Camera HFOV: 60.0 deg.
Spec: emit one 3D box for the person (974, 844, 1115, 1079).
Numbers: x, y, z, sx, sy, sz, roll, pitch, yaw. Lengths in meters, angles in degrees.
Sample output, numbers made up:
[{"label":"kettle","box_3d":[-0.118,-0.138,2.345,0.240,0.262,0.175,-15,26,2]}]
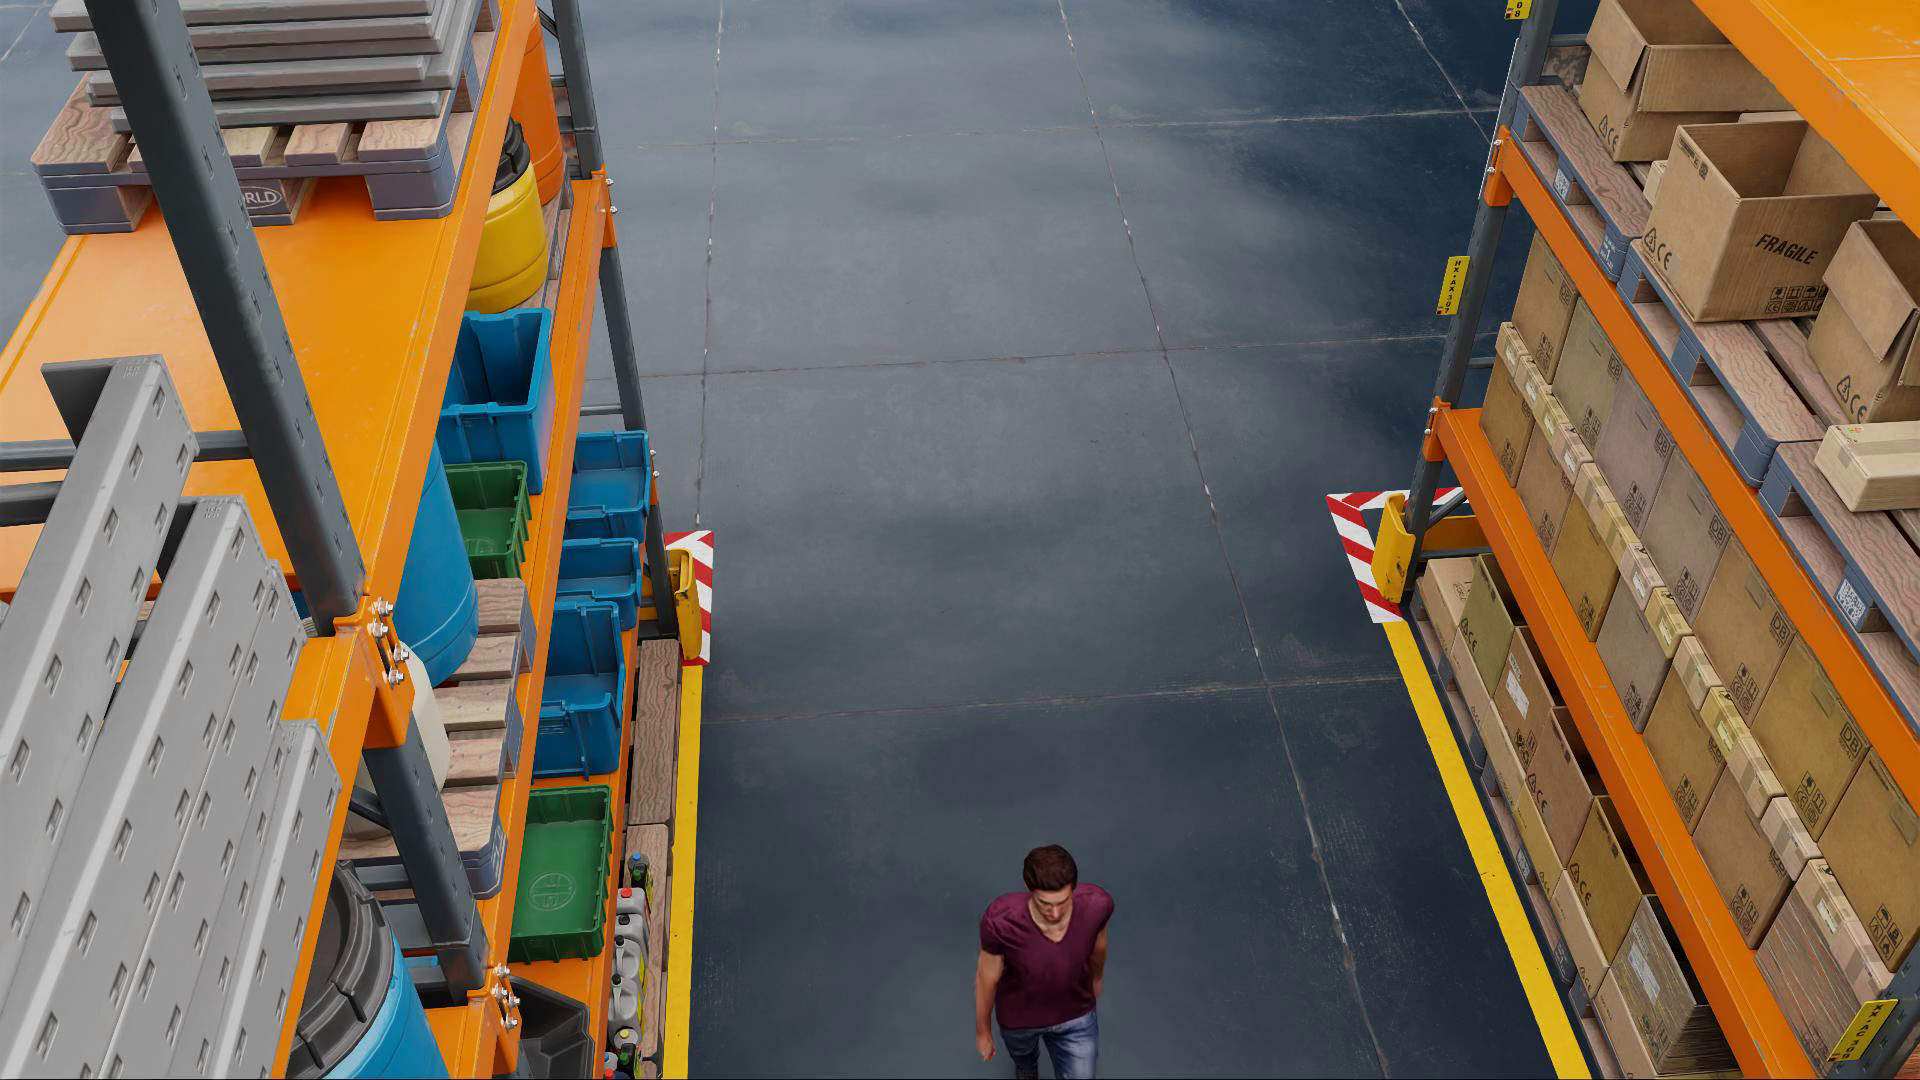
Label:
[{"label":"person","box_3d":[0.303,1.681,6.327,0.689,1.811,1.064,-5,42,-5]}]
